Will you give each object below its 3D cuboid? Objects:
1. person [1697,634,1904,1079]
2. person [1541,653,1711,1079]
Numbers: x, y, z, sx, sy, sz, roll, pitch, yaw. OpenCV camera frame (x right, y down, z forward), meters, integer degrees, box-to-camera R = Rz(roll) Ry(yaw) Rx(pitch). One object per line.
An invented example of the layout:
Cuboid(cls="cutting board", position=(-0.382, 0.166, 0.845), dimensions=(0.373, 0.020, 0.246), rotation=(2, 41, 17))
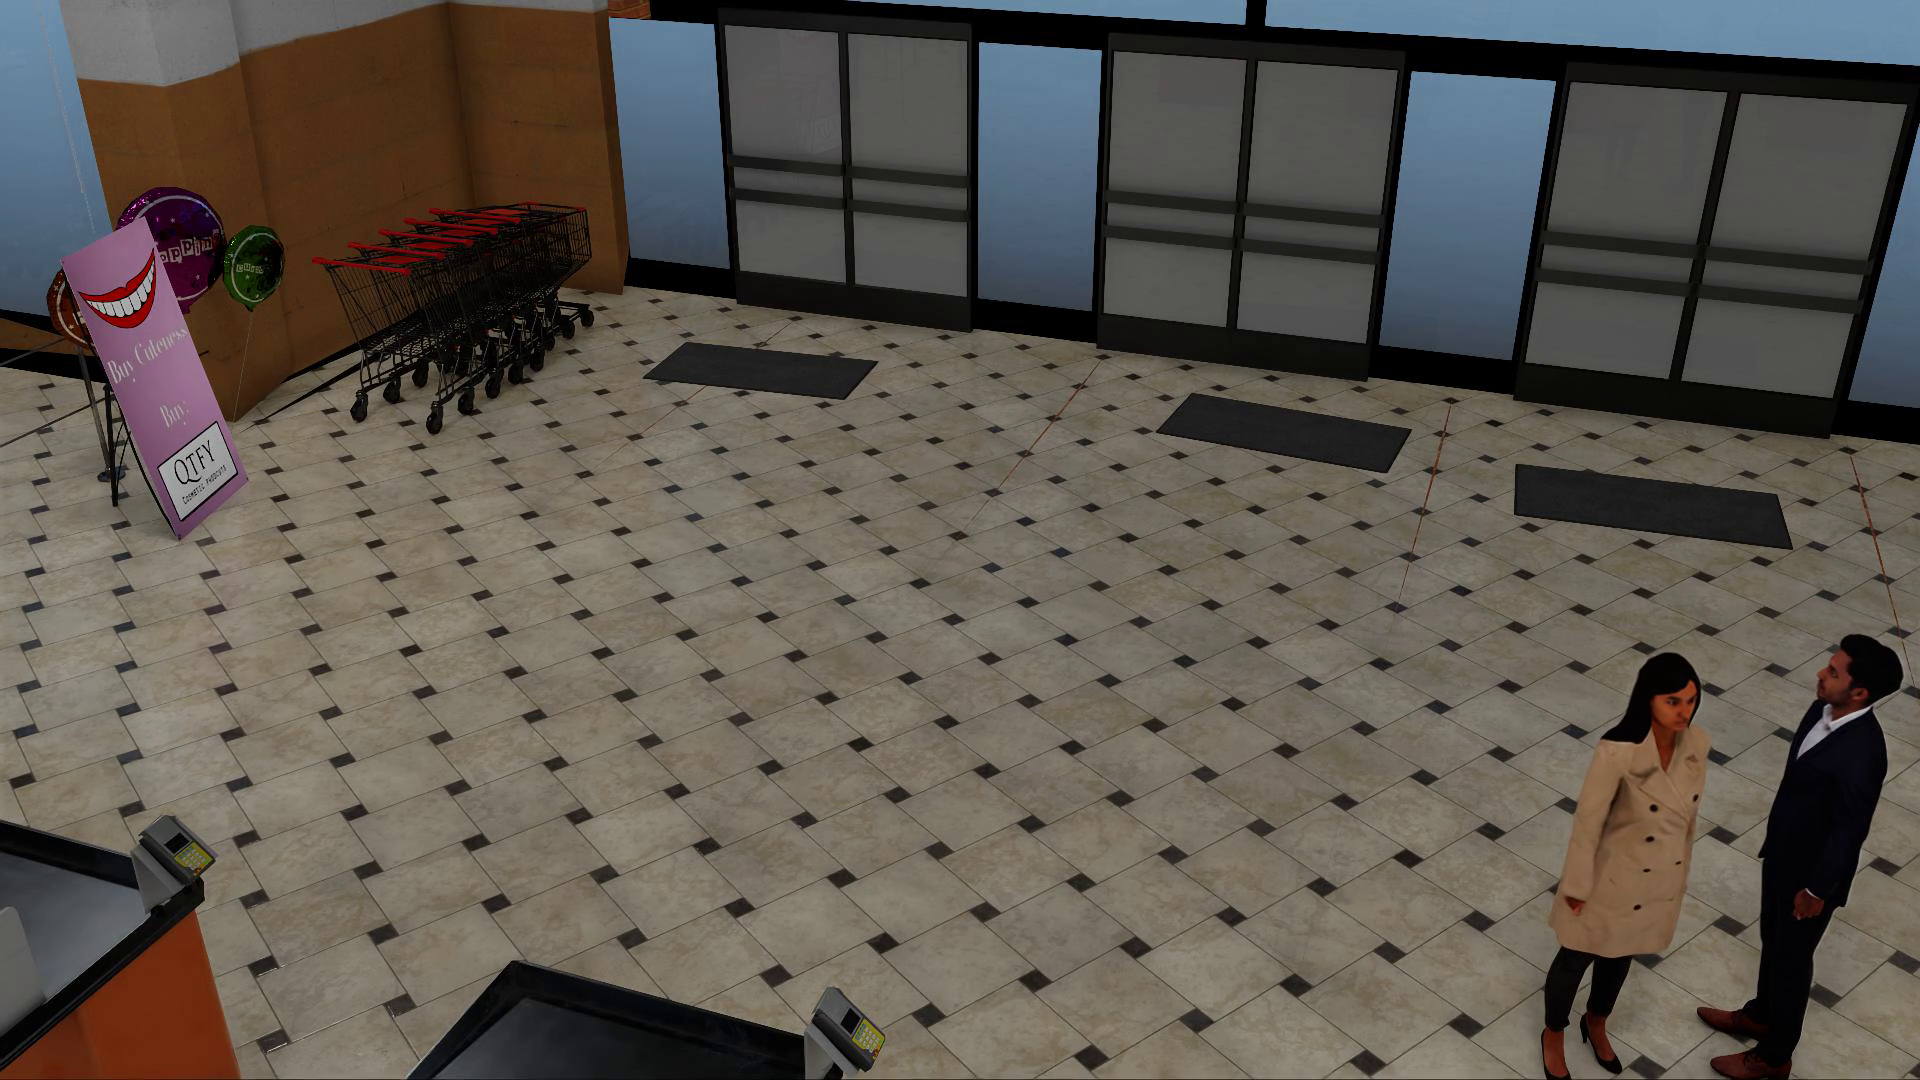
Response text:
Cuboid(cls="person", position=(2.856, 1.082, 5.593), dimensions=(0.726, 1.727, 0.512), rotation=(5, 27, 10))
Cuboid(cls="person", position=(2.220, 1.116, 5.576), dimensions=(0.720, 1.682, 0.738), rotation=(-7, 28, -14))
